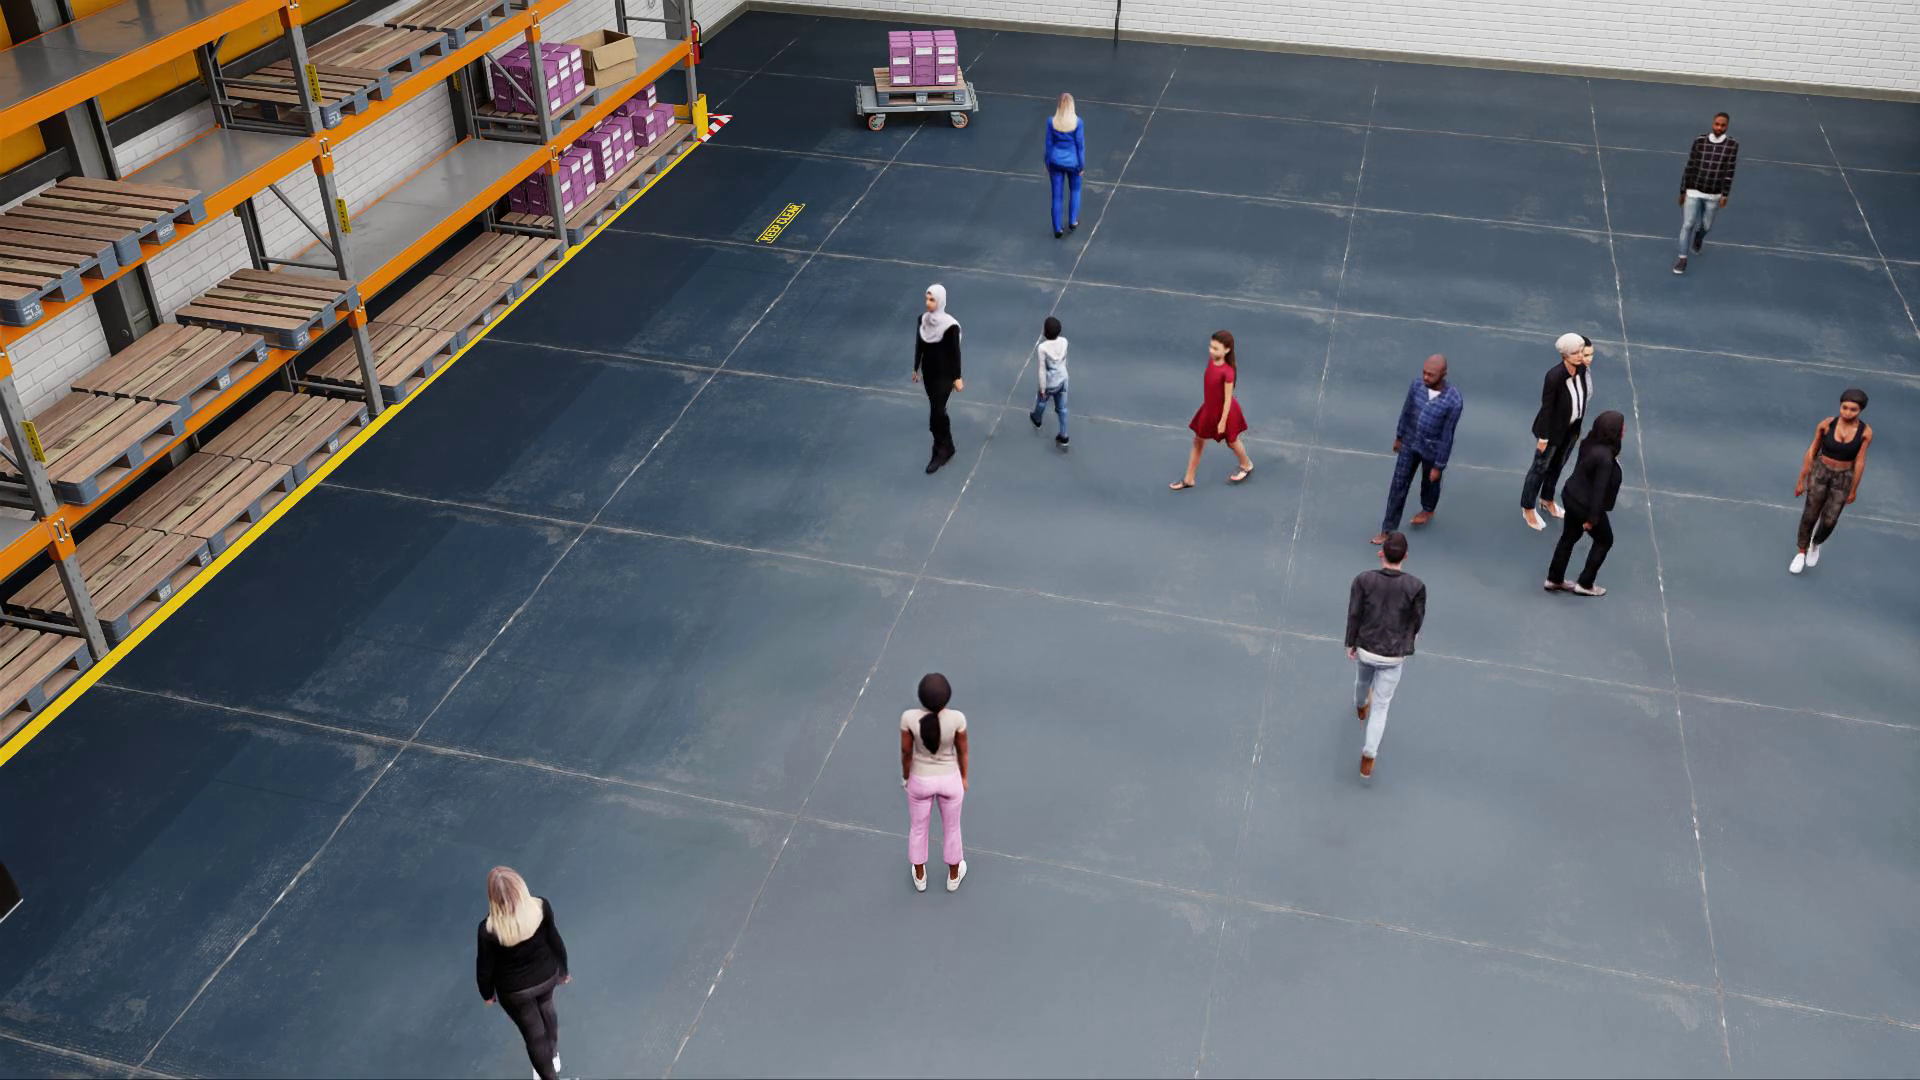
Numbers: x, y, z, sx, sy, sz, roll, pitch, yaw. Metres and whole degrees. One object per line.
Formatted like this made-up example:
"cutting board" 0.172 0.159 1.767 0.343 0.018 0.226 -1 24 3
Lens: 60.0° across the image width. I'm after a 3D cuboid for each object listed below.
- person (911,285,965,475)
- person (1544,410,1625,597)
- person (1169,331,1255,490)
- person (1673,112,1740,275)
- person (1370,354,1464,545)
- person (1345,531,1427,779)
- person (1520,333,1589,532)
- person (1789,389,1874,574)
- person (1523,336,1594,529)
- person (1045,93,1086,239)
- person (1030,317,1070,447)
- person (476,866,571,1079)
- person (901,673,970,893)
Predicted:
"person" -0.138 -1.491 14.941 0.776 1.763 0.837 25 41 33
"person" 4.911 -0.275 13.276 0.841 1.582 0.740 0 34 0
"person" 2.354 -1.144 14.646 1.065 1.513 1.016 -17 37 -24
"person" 8.298 -3.907 18.540 0.789 1.804 1.011 15 37 22
"person" 3.938 -0.799 13.917 1.047 1.745 1.302 27 42 34
"person" 2.892 0.820 11.435 0.721 1.796 1.166 11 35 16
"person" 5.021 -0.923 13.844 0.825 1.781 0.798 -19 38 -26
"person" 7.088 -0.509 13.531 0.691 1.689 0.725 20 39 27
"person" 5.118 -0.949 14.154 0.660 1.733 0.746 -22 40 -30
"person" 1.186 -4.289 19.219 0.636 1.689 0.686 8 34 12
"person" 0.891 -1.446 15.357 0.792 1.229 0.929 -12 36 -18
"person" -2.308 2.474 9.058 0.748 1.673 0.823 -23 40 -30
"person" -0.158 1.516 10.442 0.617 1.737 0.591 1 34 1
